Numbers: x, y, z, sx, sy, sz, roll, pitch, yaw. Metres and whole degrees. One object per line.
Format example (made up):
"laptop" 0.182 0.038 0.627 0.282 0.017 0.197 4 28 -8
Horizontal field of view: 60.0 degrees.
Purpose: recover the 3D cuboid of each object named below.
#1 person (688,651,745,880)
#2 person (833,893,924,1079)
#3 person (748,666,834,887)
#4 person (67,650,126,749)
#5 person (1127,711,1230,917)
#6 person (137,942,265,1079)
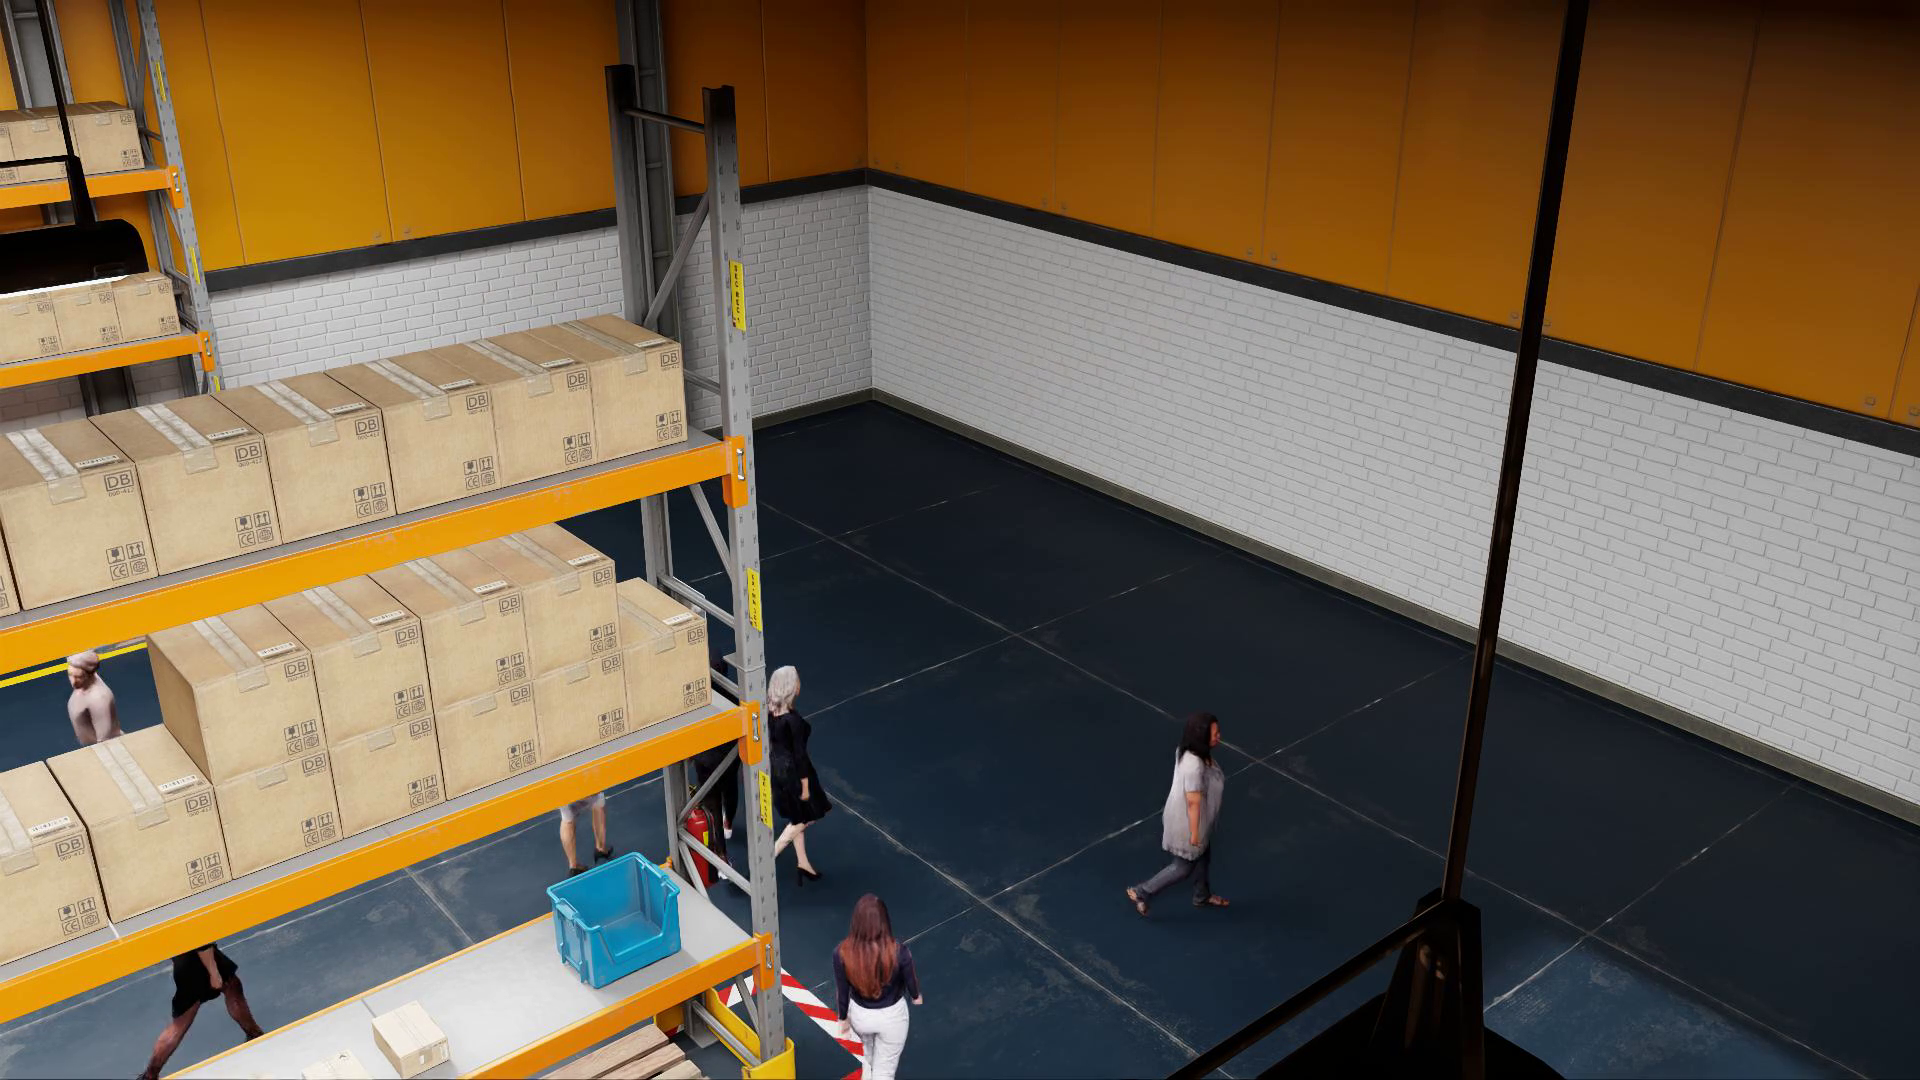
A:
"person" -1.741 1.634 11.982 1.172 1.694 0.992 -6 24 -14
"person" -0.482 2.798 9.498 1.035 1.550 1.147 5 24 11
"person" -1.265 1.716 11.747 0.841 1.730 0.633 -15 28 -30
"person" -6.066 1.547 11.999 0.662 1.838 0.692 -18 30 -36
"person" 1.517 1.909 11.487 1.065 1.586 0.976 0 24 1
"person" -4.628 2.582 9.860 1.083 1.655 0.632 -17 29 -33
